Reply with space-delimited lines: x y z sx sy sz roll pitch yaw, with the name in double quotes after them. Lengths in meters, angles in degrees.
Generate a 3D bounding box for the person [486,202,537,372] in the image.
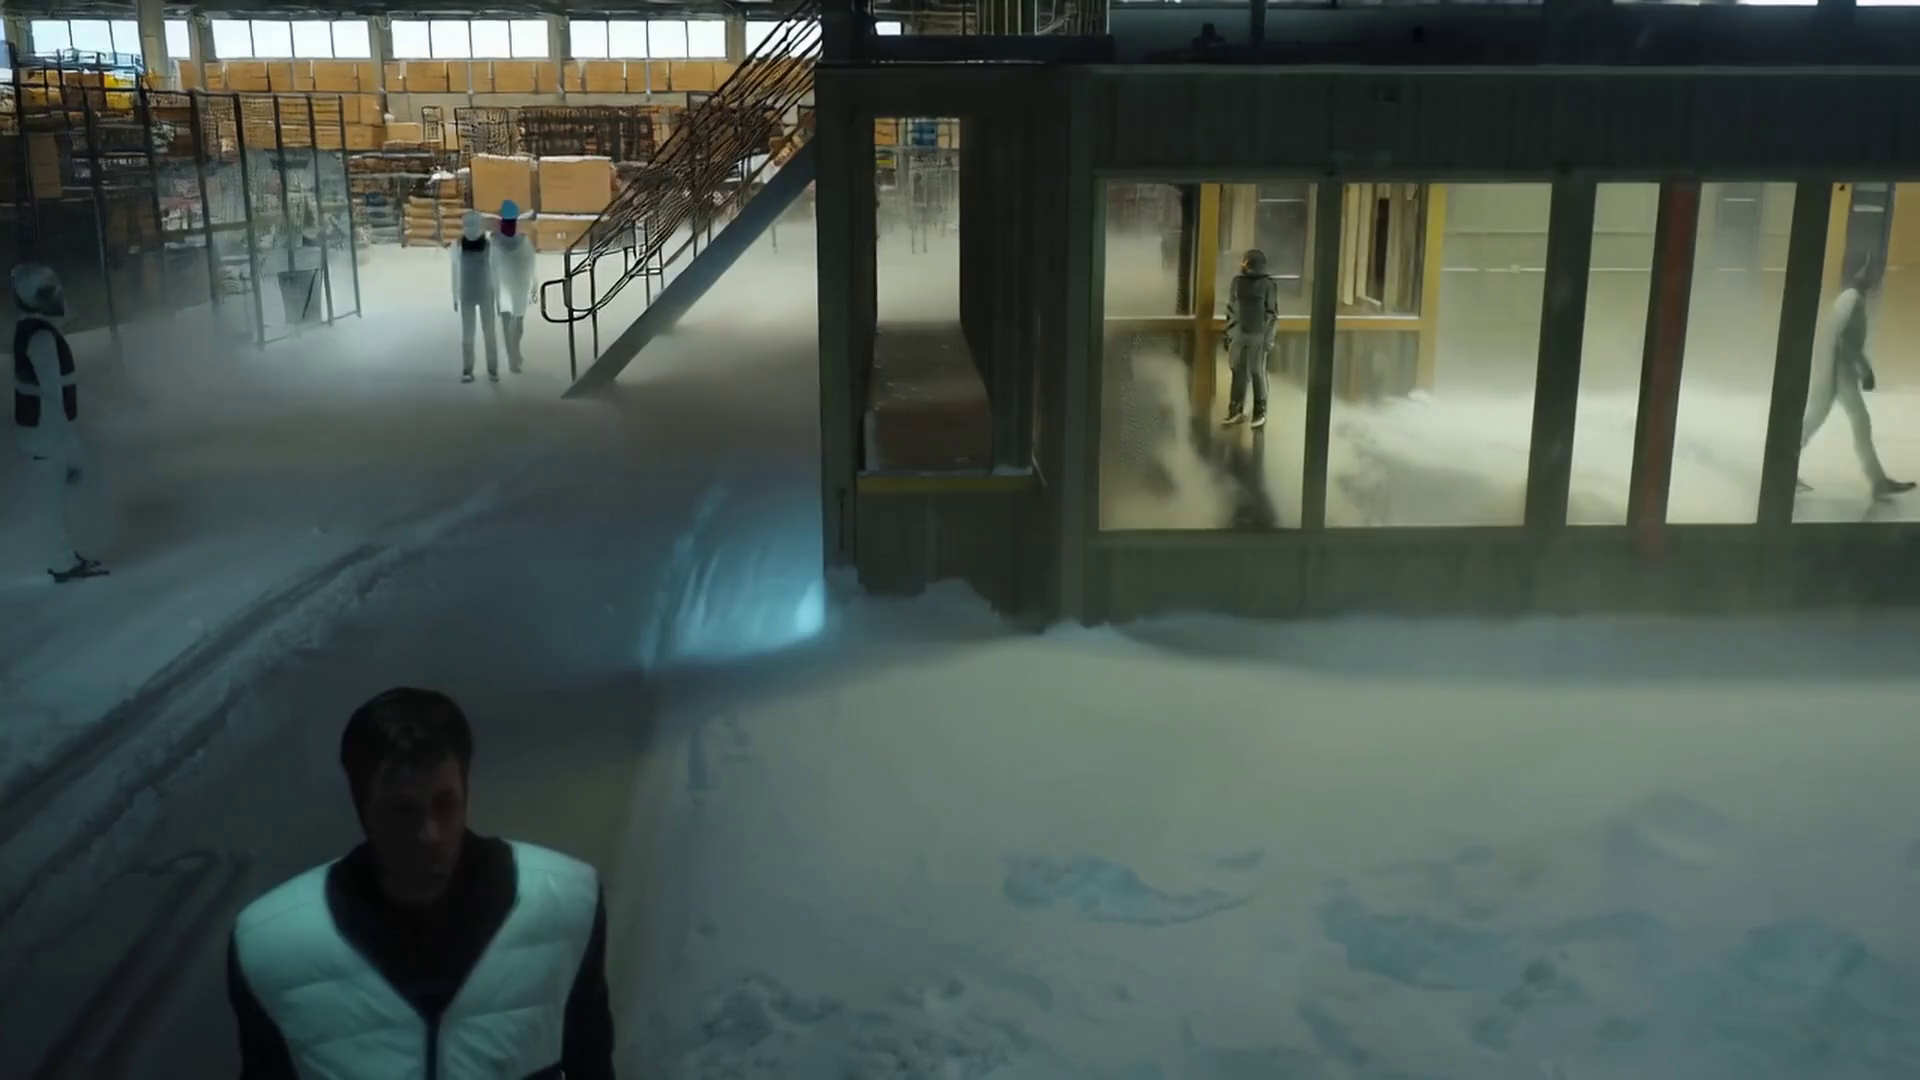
-5.116 -2.894 18.925 0.539 1.891 0.964 -6 15 -22 "person"

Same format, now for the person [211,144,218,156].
-41.206 -21.078 91.960 0.893 1.715 0.573 7 16 26 "person"

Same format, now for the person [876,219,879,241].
-2.311 -8.103 39.558 0.823 1.962 0.664 3 14 13 "person"

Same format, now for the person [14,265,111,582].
-5.499 -0.698 10.077 0.379 1.916 0.597 -10 17 -34 "person"

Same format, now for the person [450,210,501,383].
-5.196 -2.617 17.891 0.505 1.847 0.346 -3 14 -13 "person"

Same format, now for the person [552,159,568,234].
-10.070 -8.698 42.040 0.474 1.922 0.552 3 14 13 "person"

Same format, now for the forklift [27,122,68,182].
-35.376 -14.773 64.377 1.129 2.768 1.873 -1 14 -2 "forklift"

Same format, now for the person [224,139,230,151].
-36.266 -18.876 82.571 0.383 1.993 0.622 1 14 2 "person"

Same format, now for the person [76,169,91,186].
-16.447 -6.010 31.335 0.966 1.893 0.564 5 15 20 "person"

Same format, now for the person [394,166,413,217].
-15.743 -9.782 47.059 0.501 1.585 0.870 -4 15 -16 "person"

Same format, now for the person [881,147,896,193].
-2.900 -15.156 67.628 0.635 2.029 0.524 -2 14 -9 "person"

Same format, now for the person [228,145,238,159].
-32.516 -16.776 74.539 0.511 1.817 0.603 2 14 6 "person"

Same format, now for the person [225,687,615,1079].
-0.859 1.135 2.779 0.586 1.910 0.395 -6 15 -21 "person"

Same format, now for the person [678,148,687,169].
-12.409 -16.746 74.621 0.915 1.722 0.527 2 14 9 "person"

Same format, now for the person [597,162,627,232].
-8.972 -8.720 42.424 0.958 1.777 0.591 -4 15 -14 "person"
